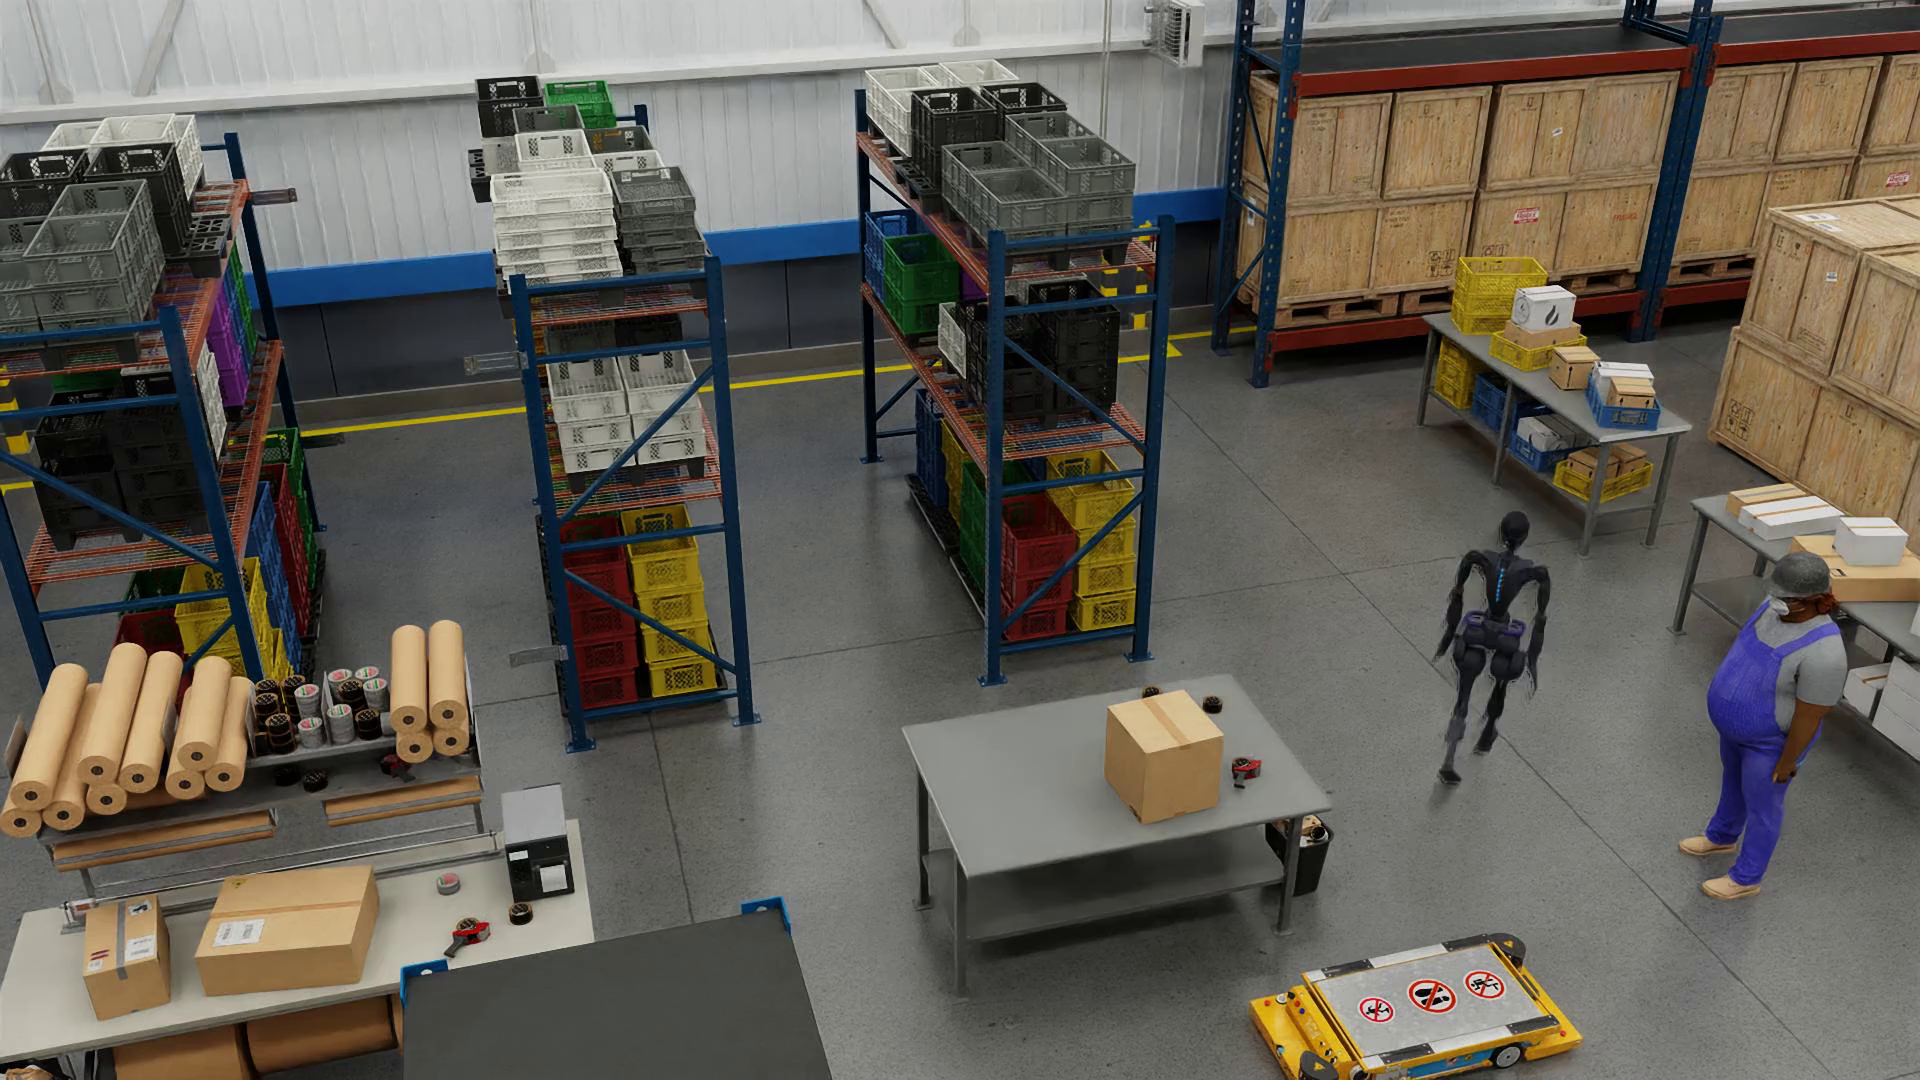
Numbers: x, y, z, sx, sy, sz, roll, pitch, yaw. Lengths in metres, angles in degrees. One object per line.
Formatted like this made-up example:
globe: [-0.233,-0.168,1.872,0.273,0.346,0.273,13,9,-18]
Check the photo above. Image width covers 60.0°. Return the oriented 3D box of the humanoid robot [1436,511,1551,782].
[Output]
humanoid robot: [3.052,0.628,9.598,0.603,1.636,0.718,14,32,24]

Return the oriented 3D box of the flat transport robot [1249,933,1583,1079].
flat transport robot: [2.184,2.282,7.980,1.431,0.197,0.652,-8,30,-14]

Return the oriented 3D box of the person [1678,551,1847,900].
person: [4.145,0.934,8.625,0.535,2.000,0.678,0,29,-1]
